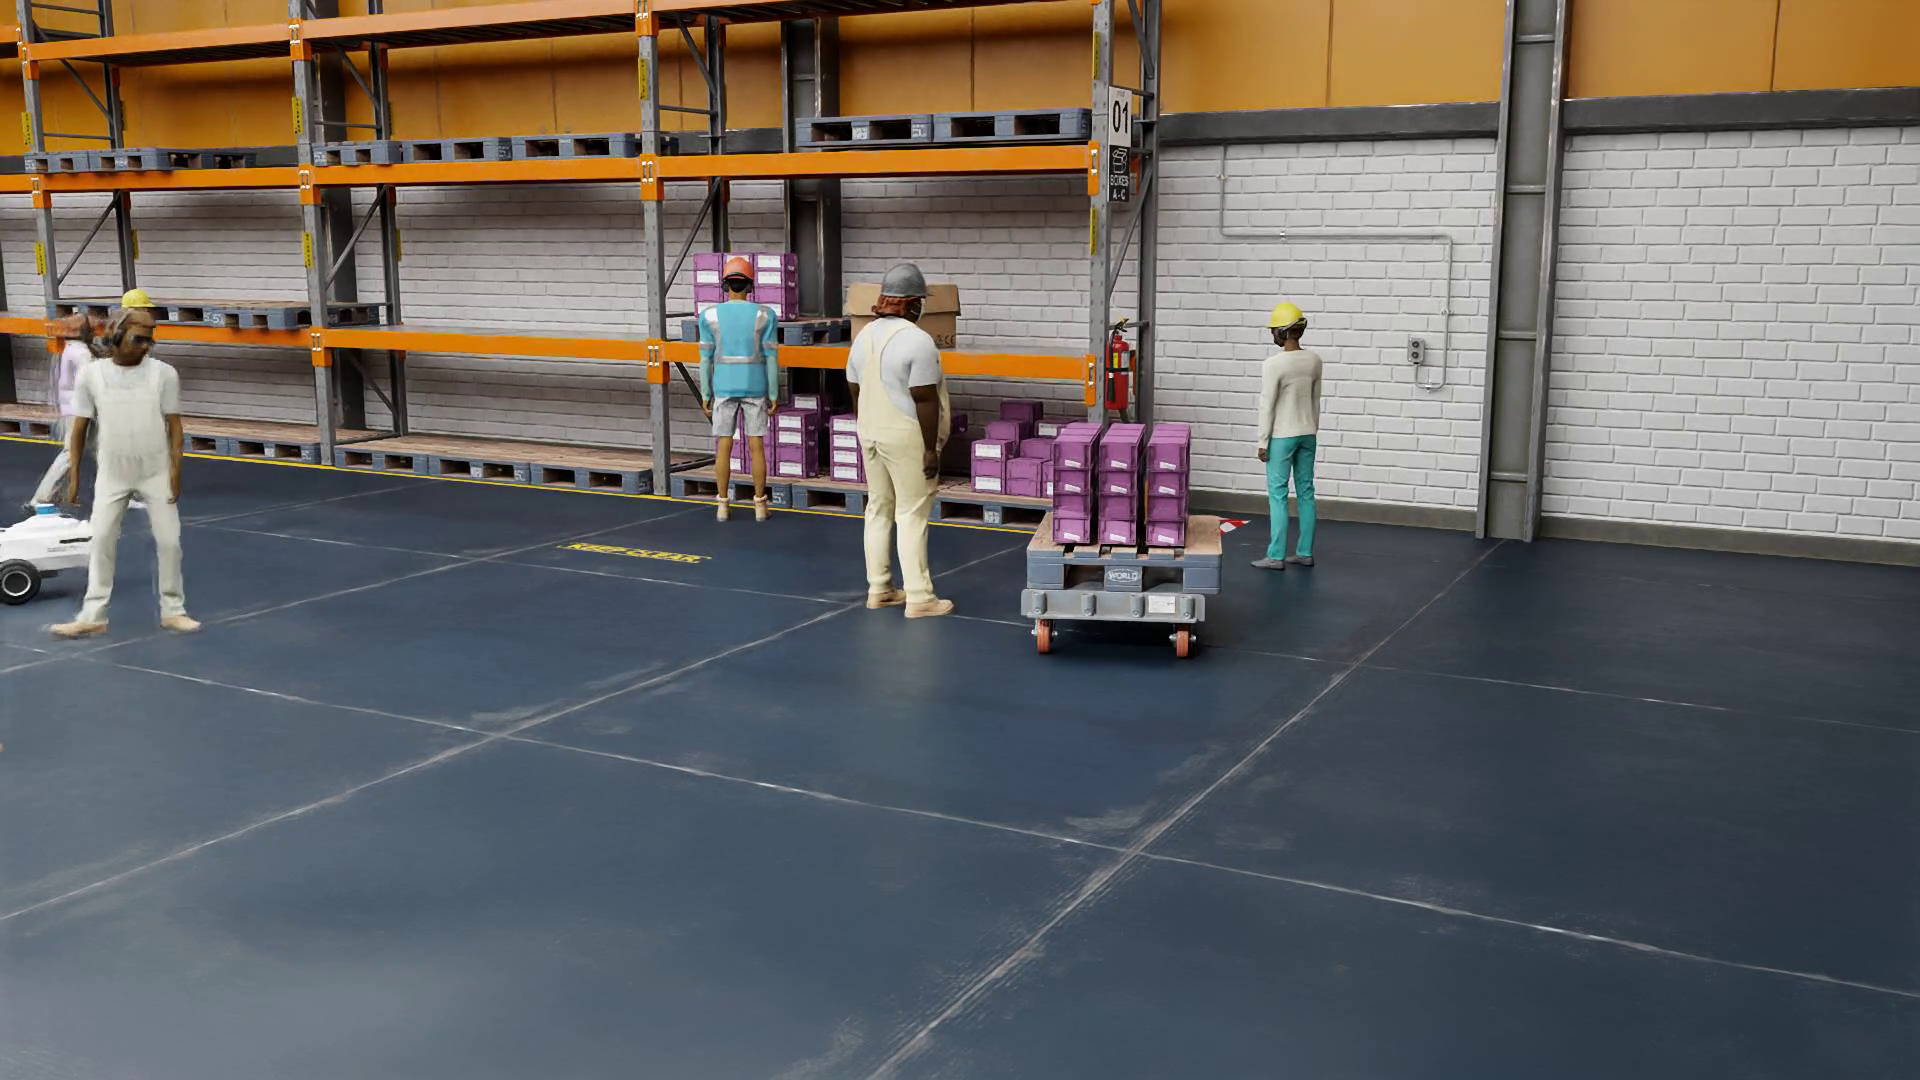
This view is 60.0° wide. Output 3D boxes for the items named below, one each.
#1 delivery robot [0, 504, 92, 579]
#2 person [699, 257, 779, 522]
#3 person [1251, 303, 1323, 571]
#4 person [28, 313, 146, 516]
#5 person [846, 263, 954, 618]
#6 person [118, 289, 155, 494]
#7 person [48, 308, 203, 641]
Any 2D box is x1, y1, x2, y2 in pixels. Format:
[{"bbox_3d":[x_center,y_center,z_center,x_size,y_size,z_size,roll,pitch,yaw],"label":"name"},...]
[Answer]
[{"bbox_3d":[-5.575,0.022,10.173,0.707,0.478,0.477,-8,13,-38],"label":"delivery robot"},{"bbox_3d":[-1.696,-1.154,12.824,0.608,2.034,0.405,-1,10,-3],"label":"person"},{"bbox_3d":[2.152,-0.675,10.956,0.524,1.761,0.340,-7,12,-33],"label":"person"},{"bbox_3d":[-6.933,-0.983,13.069,0.843,1.597,0.523,-7,12,-33],"label":"person"},{"bbox_3d":[-0.312,-0.585,9.680,0.536,2.000,0.681,-9,13,-40],"label":"person"},{"bbox_3d":[-6.971,-1.261,14.202,0.295,1.743,0.493,-5,11,-25],"label":"person"},{"bbox_3d":[-4.609,-0.343,9.040,0.757,1.810,0.333,-4,11,-23],"label":"person"}]
